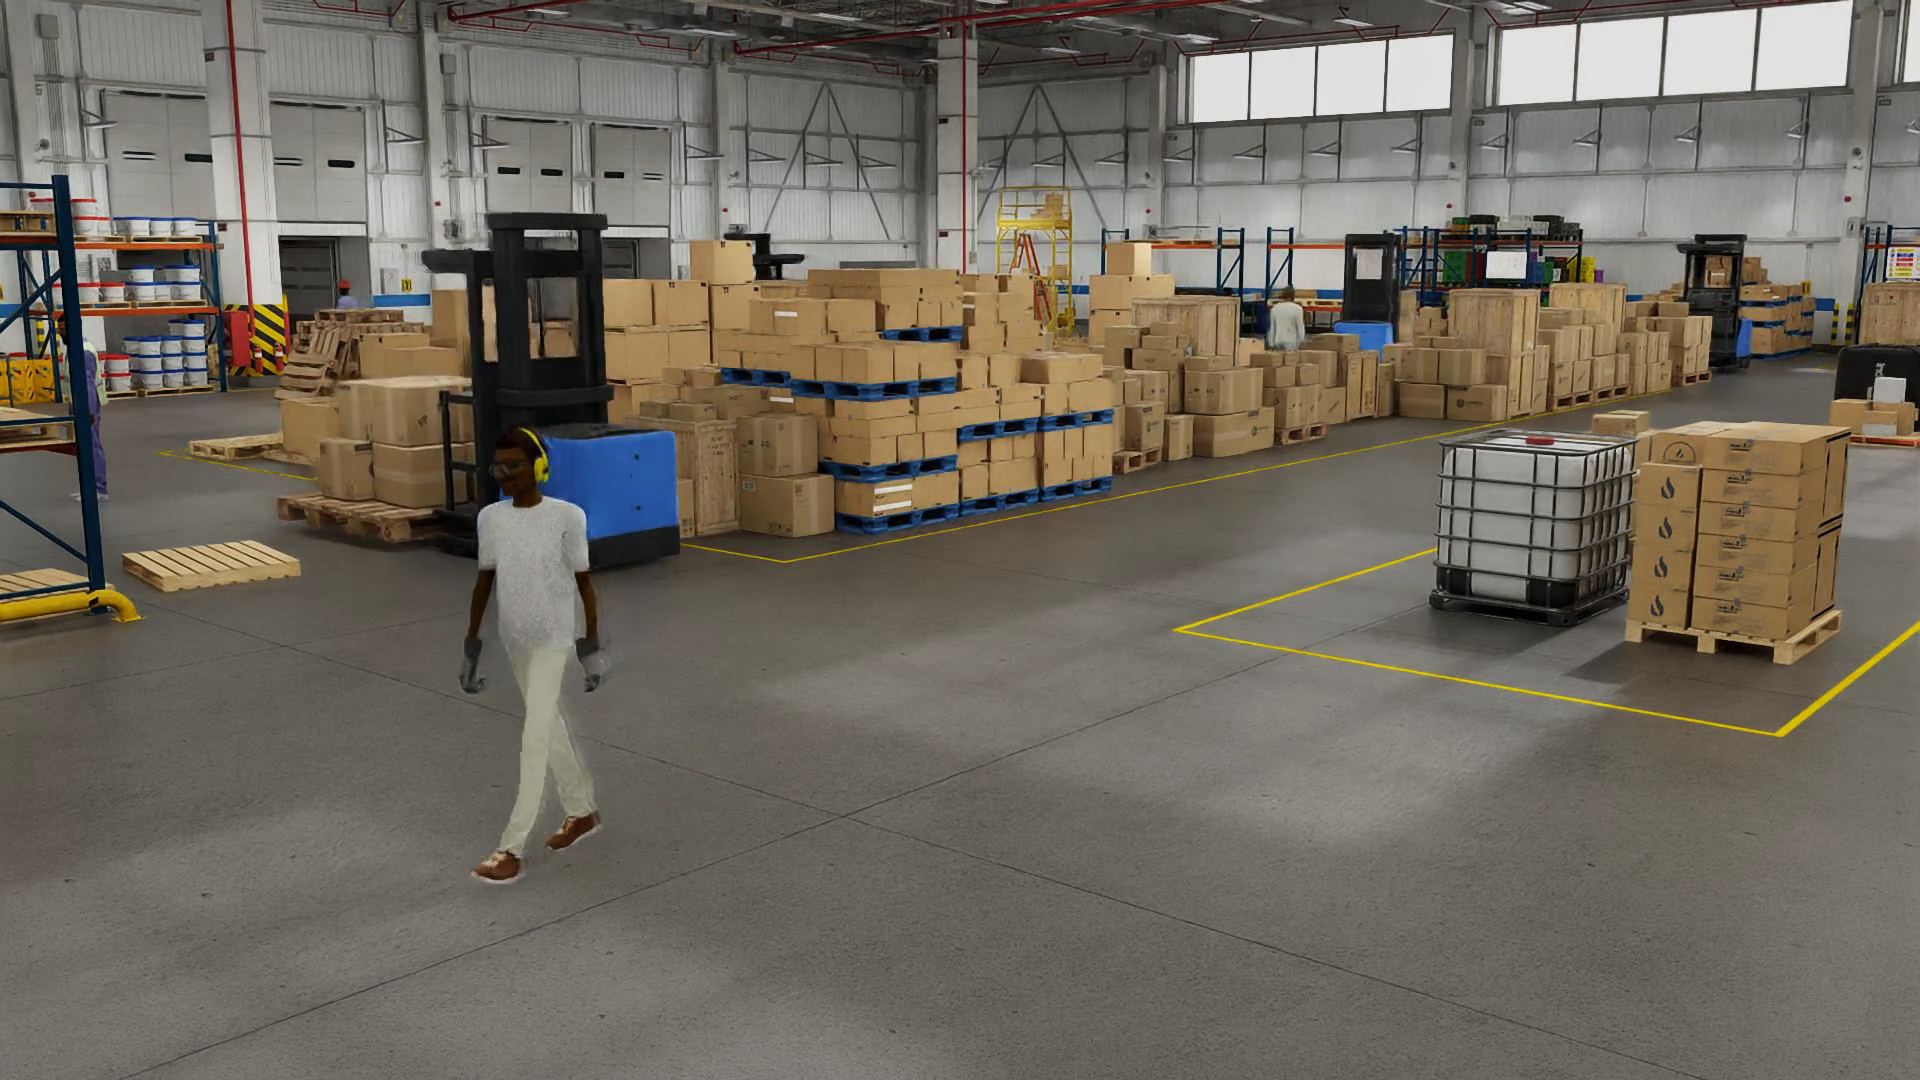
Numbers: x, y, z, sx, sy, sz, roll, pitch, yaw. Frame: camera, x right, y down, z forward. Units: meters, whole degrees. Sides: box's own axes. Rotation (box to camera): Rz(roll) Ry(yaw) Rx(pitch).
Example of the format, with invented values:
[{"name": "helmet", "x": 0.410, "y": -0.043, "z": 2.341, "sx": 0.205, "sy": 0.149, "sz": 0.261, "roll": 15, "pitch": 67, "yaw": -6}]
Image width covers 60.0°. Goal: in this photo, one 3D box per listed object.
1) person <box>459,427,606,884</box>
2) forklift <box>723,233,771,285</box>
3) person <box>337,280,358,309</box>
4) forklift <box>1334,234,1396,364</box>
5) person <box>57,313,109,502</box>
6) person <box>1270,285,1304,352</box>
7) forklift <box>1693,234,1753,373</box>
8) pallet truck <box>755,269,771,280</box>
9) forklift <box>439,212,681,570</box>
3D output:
[{"name": "person", "x": -1.803, "y": 0.459, "z": 6.770, "sx": 0.540, "sy": 1.821, "sz": 0.953, "roll": 4, "pitch": 11, "yaw": 22}, {"name": "forklift", "x": -4.058, "y": -4.476, "z": 31.878, "sx": 1.873, "sy": 2.768, "sz": 1.129, "roll": 8, "pitch": 13, "yaw": 40}, {"name": "person", "x": -12.645, "y": -4.416, "z": 34.378, "sx": 0.977, "sy": 1.892, "sz": 0.546, "roll": 1, "pitch": 10, "yaw": 7}, {"name": "forklift", "x": 8.122, "y": -4.689, "z": 33.088, "sx": 1.129, "sy": 2.768, "sz": 1.873, "roll": 4, "pitch": 11, "yaw": 22}, {"name": "person", "x": -8.878, "y": -1.349, "z": 16.853, "sx": 0.591, "sy": 1.909, "sz": 0.409, "roll": 10, "pitch": 14, "yaw": 44}, {"name": "person", "x": 5.496, "y": -3.336, "z": 28.113, "sx": 0.695, "sy": 1.925, "sz": 0.640, "roll": -8, "pitch": 13, "yaw": -39}, {"name": "forklift", "x": 15.618, "y": -4.911, "z": 34.354, "sx": 1.129, "sy": 2.768, "sz": 1.873, "roll": 8, "pitch": 13, "yaw": 40}, {"name": "pallet truck", "x": -4.996, "y": -6.432, "z": 45.525, "sx": 1.885, "sy": 1.965, "sz": 0.823, "roll": -6, "pitch": 12, "yaw": -32}, {"name": "forklift", "x": -3.281, "y": -1.251, "z": 13.515, "sx": 1.873, "sy": 2.768, "sz": 1.129, "roll": 8, "pitch": 13, "yaw": 40}]
